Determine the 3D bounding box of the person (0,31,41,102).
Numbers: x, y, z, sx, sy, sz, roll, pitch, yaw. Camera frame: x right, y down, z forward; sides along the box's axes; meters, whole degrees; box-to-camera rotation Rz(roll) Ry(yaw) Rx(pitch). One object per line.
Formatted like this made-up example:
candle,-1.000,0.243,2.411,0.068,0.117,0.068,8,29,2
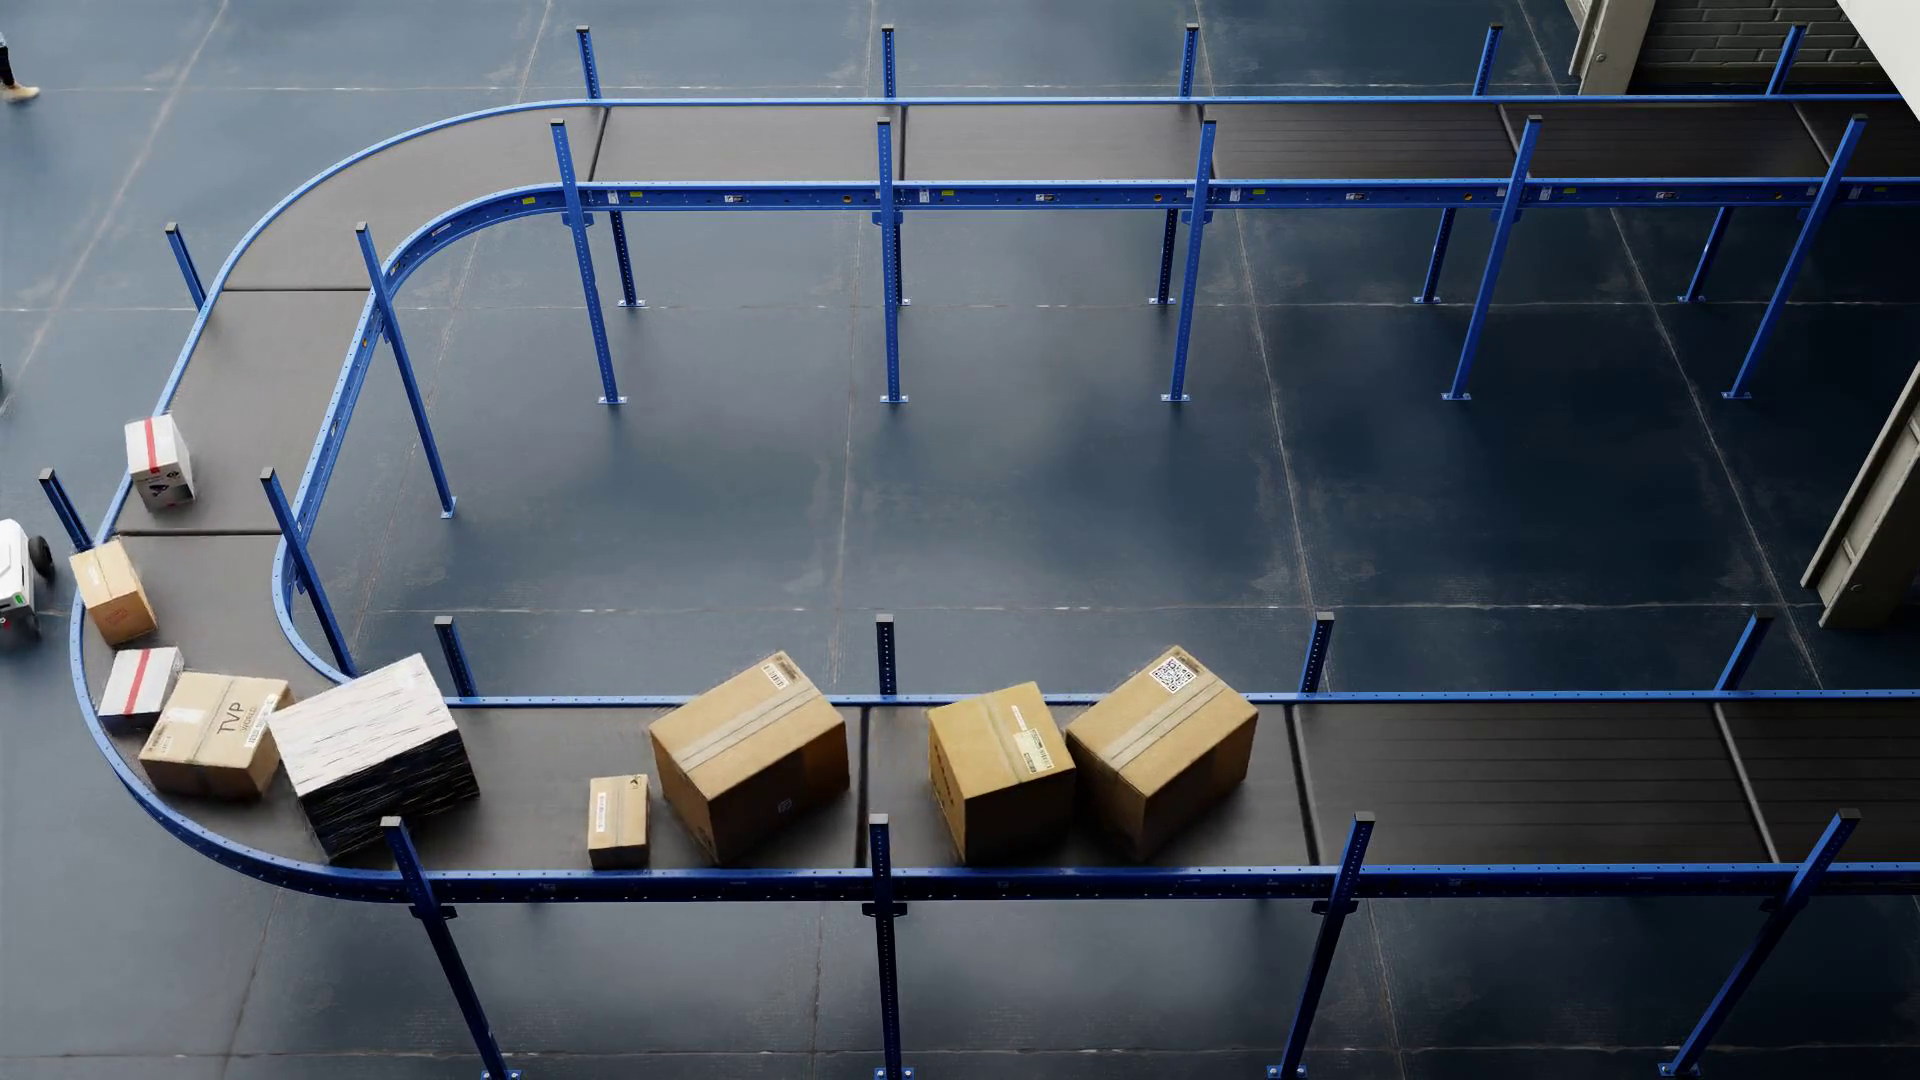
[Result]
person,-8.156,-4.311,14.153,0.483,1.672,0.579,-27,52,-23

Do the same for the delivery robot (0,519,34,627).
delivery robot,-5.982,0.202,10.661,0.477,0.478,0.707,-16,49,-14
